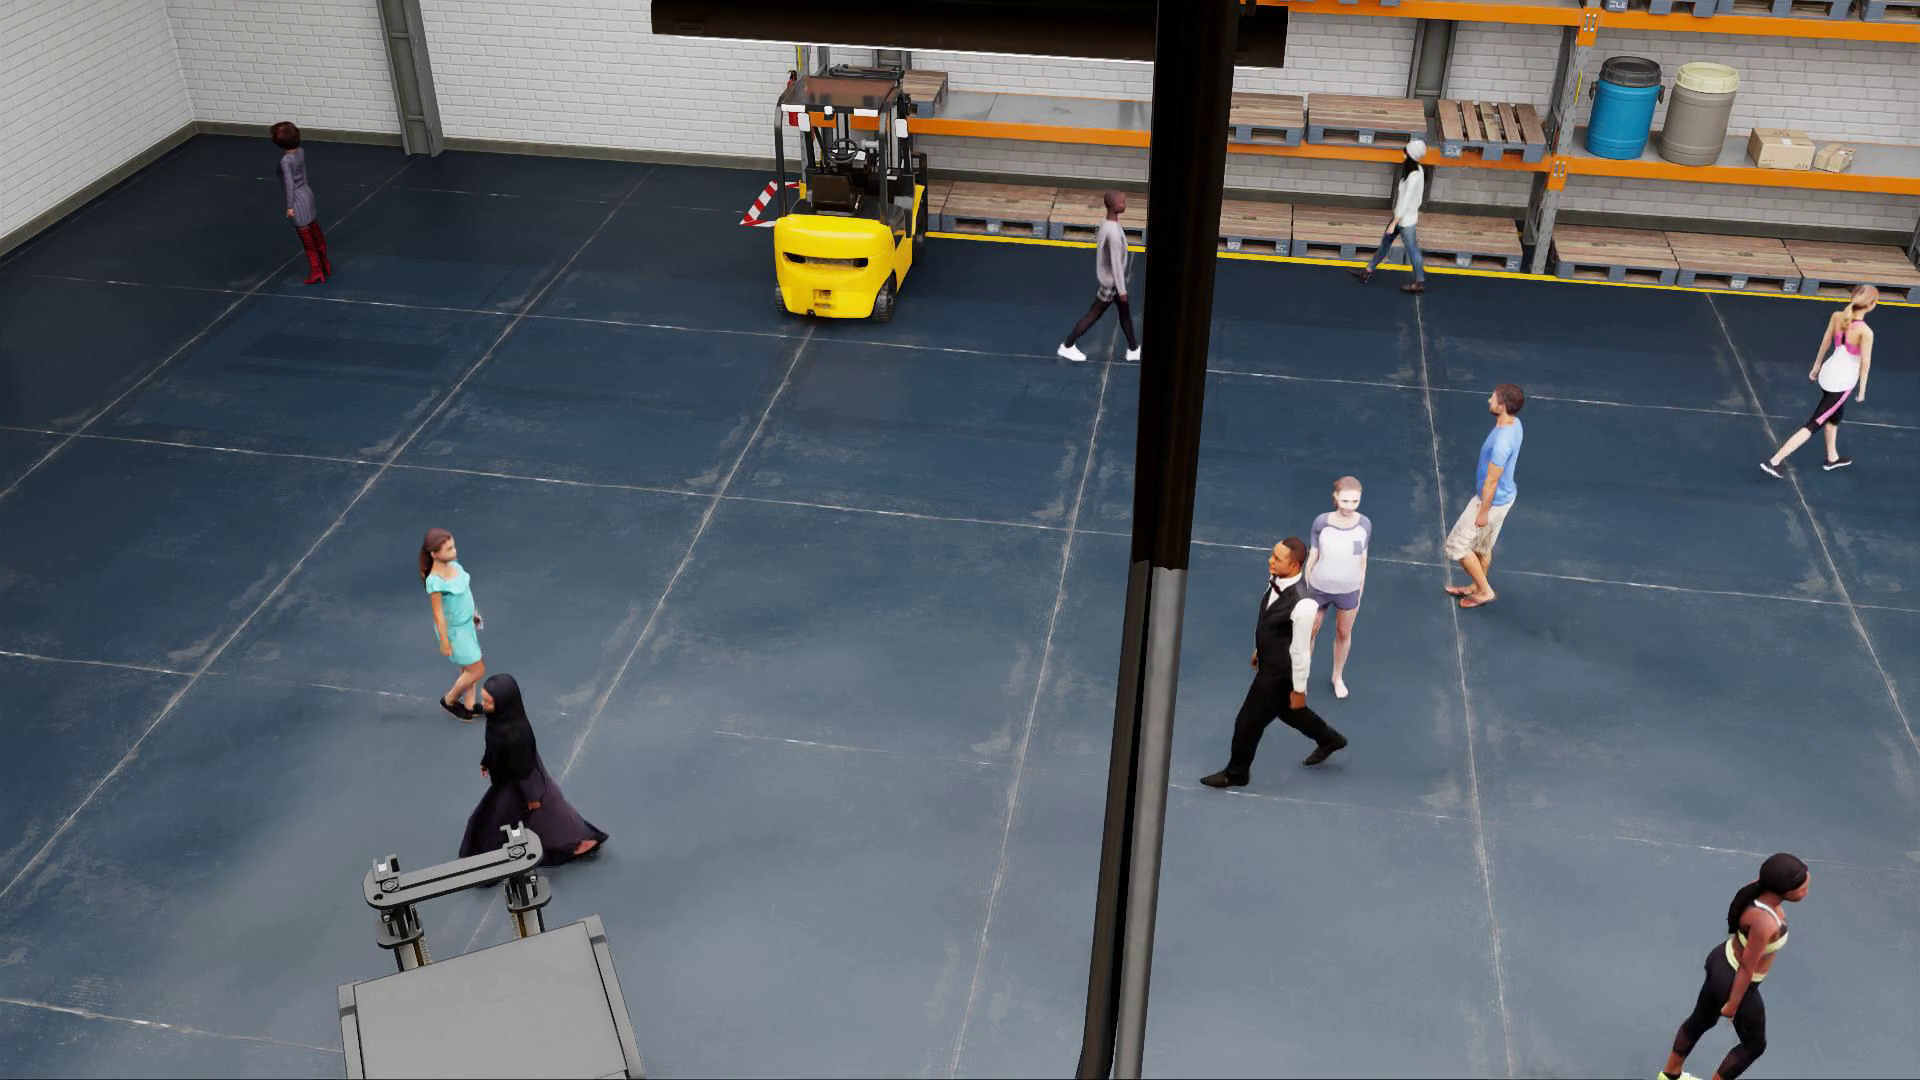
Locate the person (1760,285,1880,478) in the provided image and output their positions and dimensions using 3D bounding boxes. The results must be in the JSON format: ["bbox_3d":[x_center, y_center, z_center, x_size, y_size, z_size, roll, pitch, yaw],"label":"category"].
[{"bbox_3d":[7.191,-1.264,13.815,1.245,1.748,0.966,-8,35,-12],"label":"person"}]

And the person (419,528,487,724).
[{"bbox_3d":[-3.461,0.580,11.219,0.638,1.551,0.588,1,34,2],"label":"person"}]

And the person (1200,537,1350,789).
[{"bbox_3d":[2.143,0.794,10.595,1.340,1.886,0.969,-4,34,-6],"label":"person"}]

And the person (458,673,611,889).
[{"bbox_3d":[-2.561,1.396,9.948,1.228,1.599,0.952,-10,35,-14],"label":"person"}]

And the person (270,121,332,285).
[{"bbox_3d":[-6.815,-3.494,17.206,0.515,1.709,0.586,3,34,5],"label":"person"}]

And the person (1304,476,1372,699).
[{"bbox_3d":[2.569,0.319,11.420,0.503,1.763,0.641,2,34,3],"label":"person"}]

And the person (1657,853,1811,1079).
[{"bbox_3d":[3.881,2.245,8.545,0.672,1.738,0.601,8,34,12],"label":"person"}]

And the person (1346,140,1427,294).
[{"bbox_3d":[4.619,-3.247,16.929,1.077,1.604,0.656,9,35,13],"label":"person"}]

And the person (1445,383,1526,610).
[{"bbox_3d":[3.989,-0.279,12.234,0.792,1.857,0.776,17,37,24],"label":"person"}]

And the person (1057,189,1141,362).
[{"bbox_3d":[1.306,-2.414,15.563,1.209,1.728,0.747,0,34,1],"label":"person"}]
